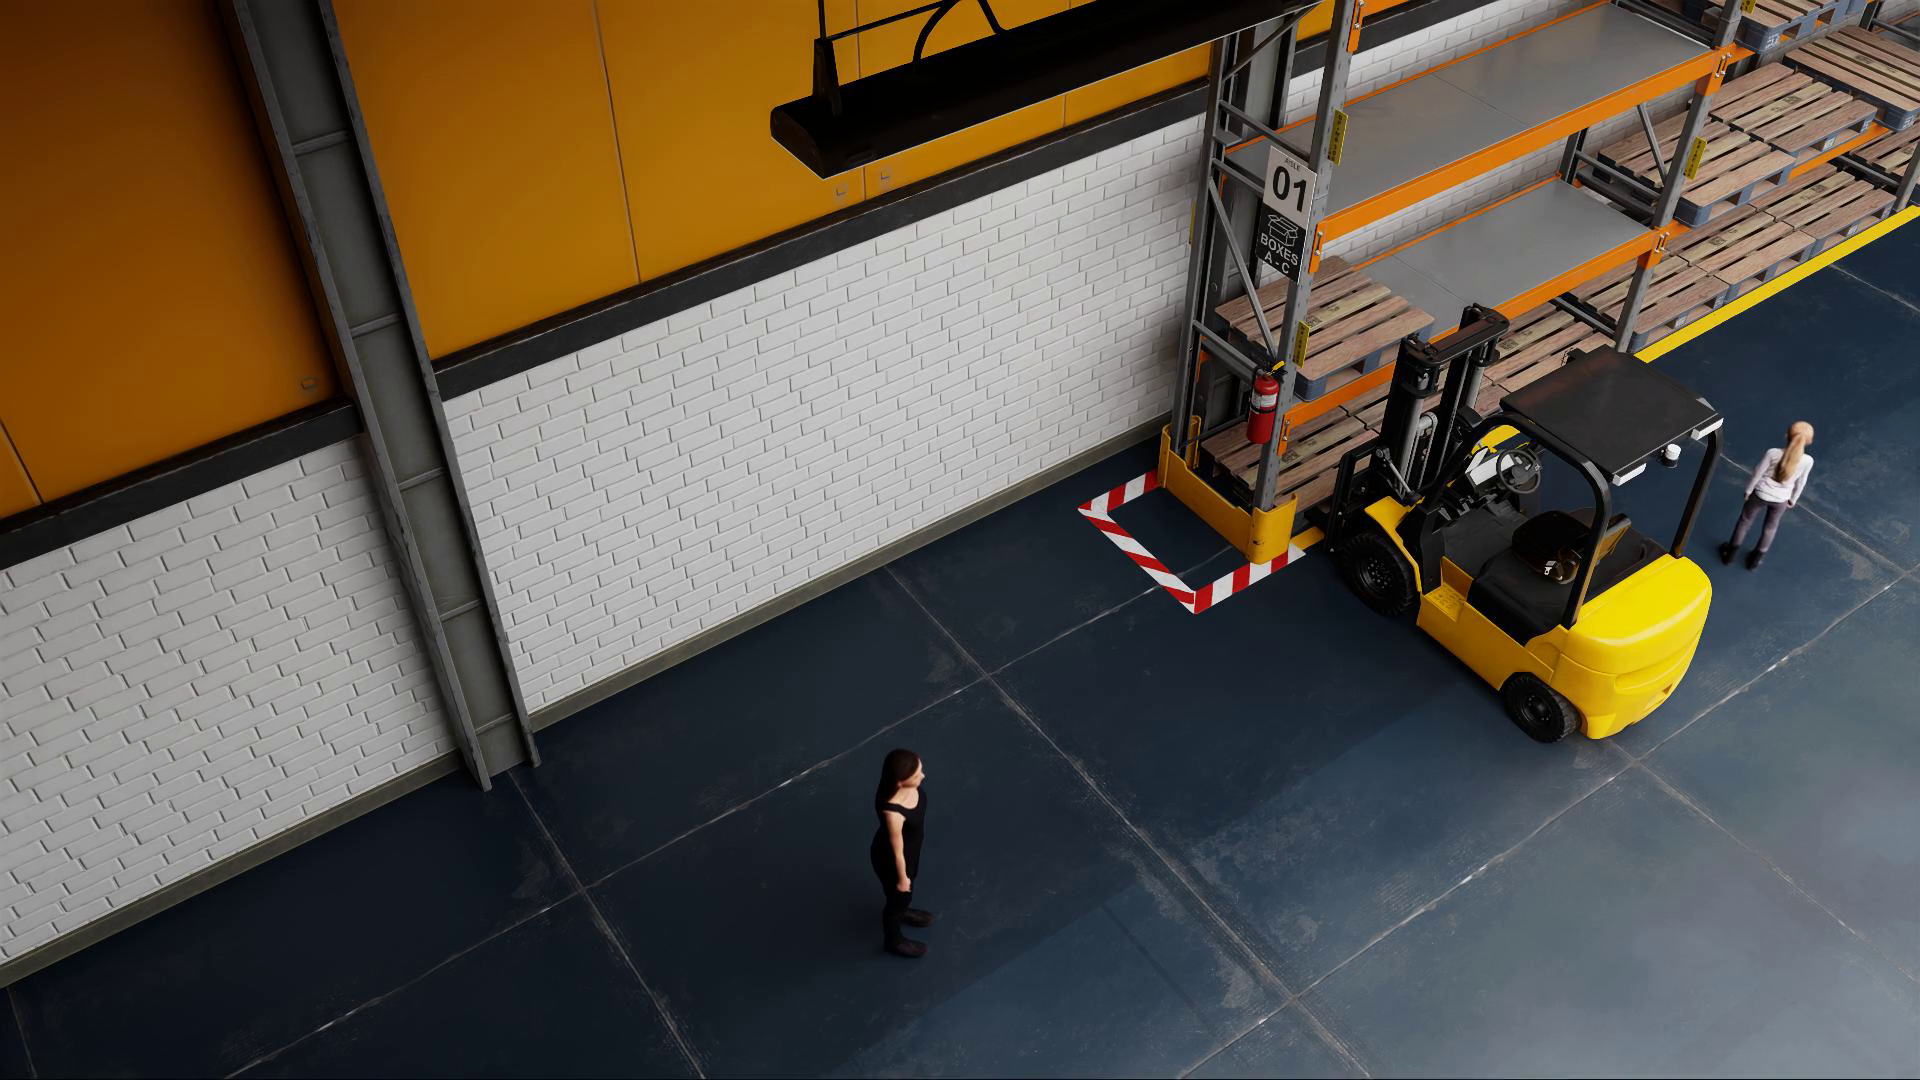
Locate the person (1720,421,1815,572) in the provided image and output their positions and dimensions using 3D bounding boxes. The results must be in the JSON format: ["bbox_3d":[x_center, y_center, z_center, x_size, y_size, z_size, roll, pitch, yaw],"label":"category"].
[{"bbox_3d":[5.665,-0.307,11.617,0.584,1.277,0.631,14,45,14],"label":"person"}]

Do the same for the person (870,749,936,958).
[{"bbox_3d":[-0.332,1.719,9.192,0.727,1.689,0.671,6,44,6],"label":"person"}]
